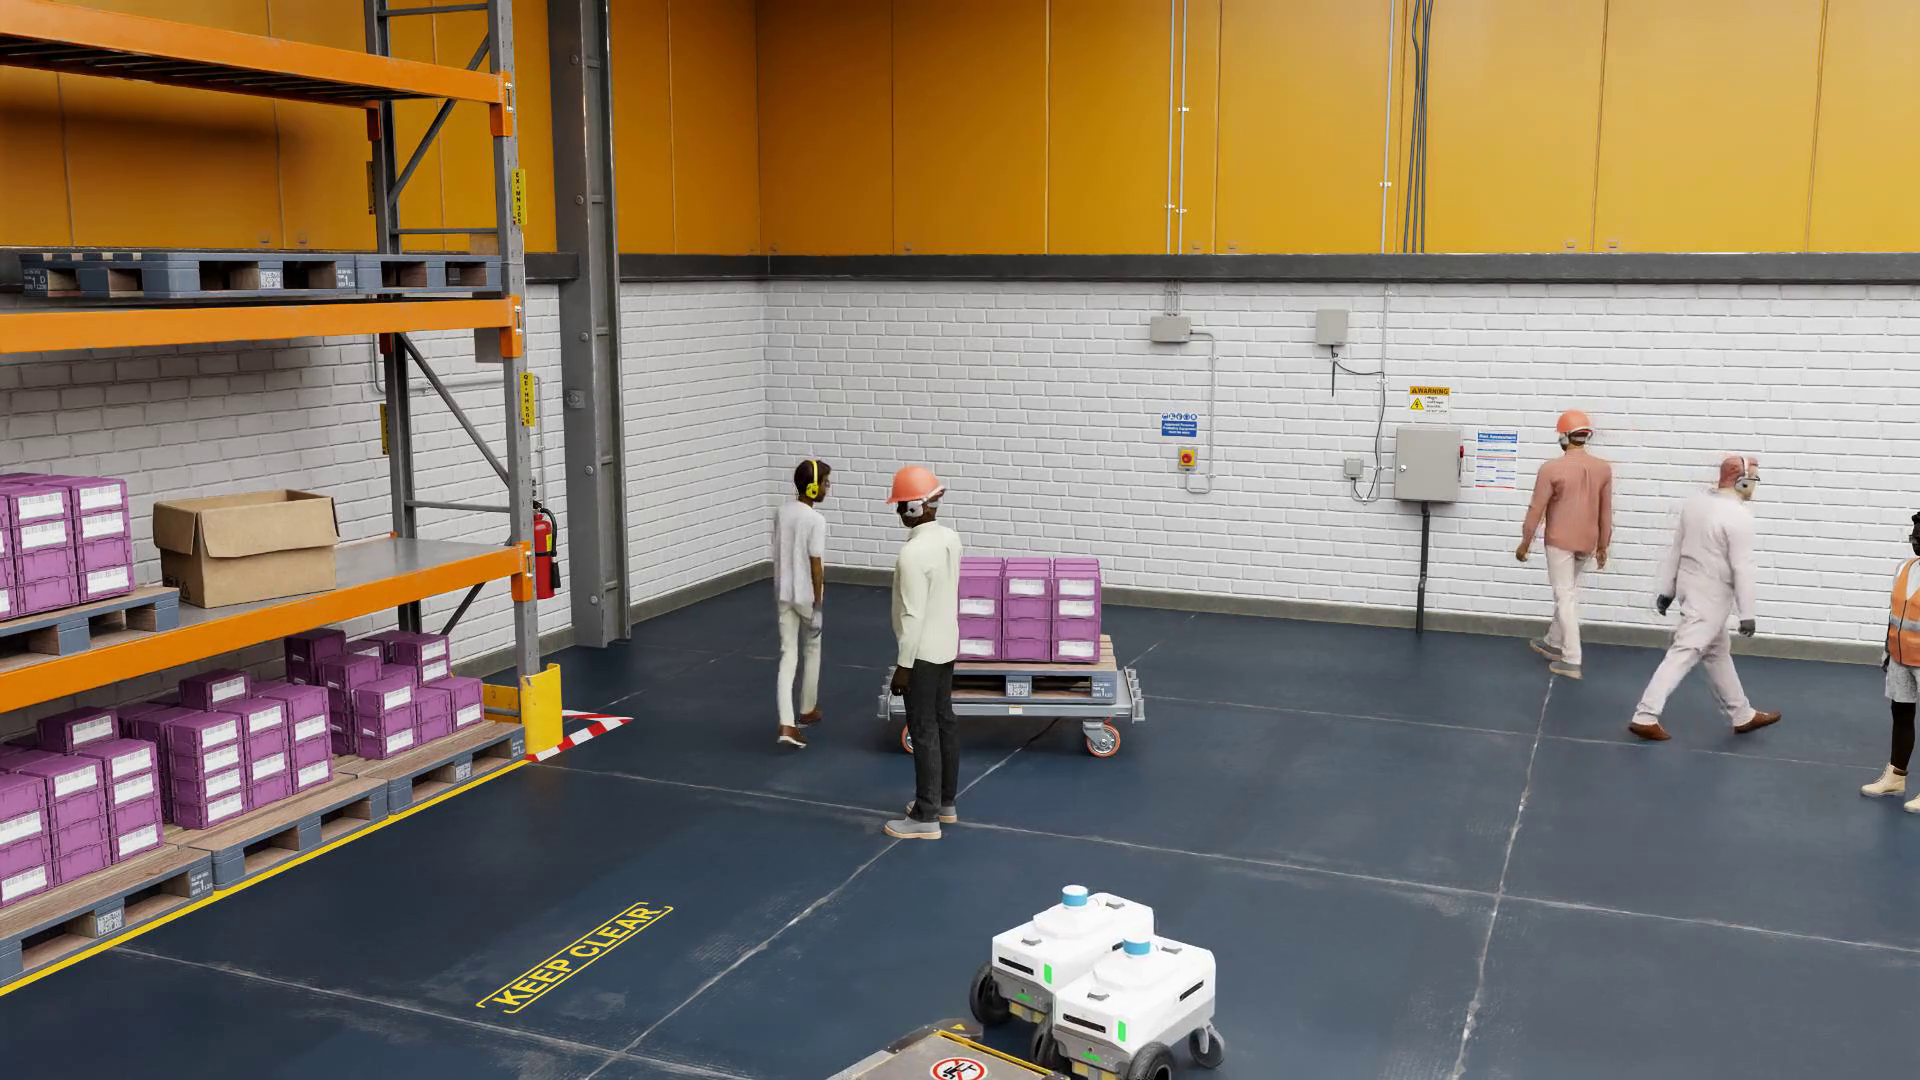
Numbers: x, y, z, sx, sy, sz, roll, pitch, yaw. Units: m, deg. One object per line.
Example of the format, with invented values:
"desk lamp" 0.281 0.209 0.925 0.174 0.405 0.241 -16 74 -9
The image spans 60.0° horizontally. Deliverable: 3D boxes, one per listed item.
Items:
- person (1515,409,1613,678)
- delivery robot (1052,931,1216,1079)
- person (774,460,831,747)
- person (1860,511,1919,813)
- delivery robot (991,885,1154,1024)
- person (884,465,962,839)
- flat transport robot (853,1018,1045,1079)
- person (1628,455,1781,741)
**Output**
"person" 4.474 0.002 12.507 0.621 1.965 0.877 -4 10 -21
"delivery robot" 0.655 1.701 6.184 0.477 0.478 0.707 7 12 37
"person" -1.039 0.394 10.632 0.468 1.809 0.903 4 10 22
"person" 5.364 0.667 9.286 0.319 1.696 0.532 -2 10 -13
"delivery robot" 0.458 1.625 6.645 0.477 0.478 0.707 9 13 43
"person" -0.200 0.592 8.849 0.389 1.990 0.610 4 10 21
"flat transport robot" -0.231 1.995 5.543 0.652 0.197 1.431 8 12 39
"person" 4.782 0.381 10.595 1.066 1.848 0.675 0 9 -1
